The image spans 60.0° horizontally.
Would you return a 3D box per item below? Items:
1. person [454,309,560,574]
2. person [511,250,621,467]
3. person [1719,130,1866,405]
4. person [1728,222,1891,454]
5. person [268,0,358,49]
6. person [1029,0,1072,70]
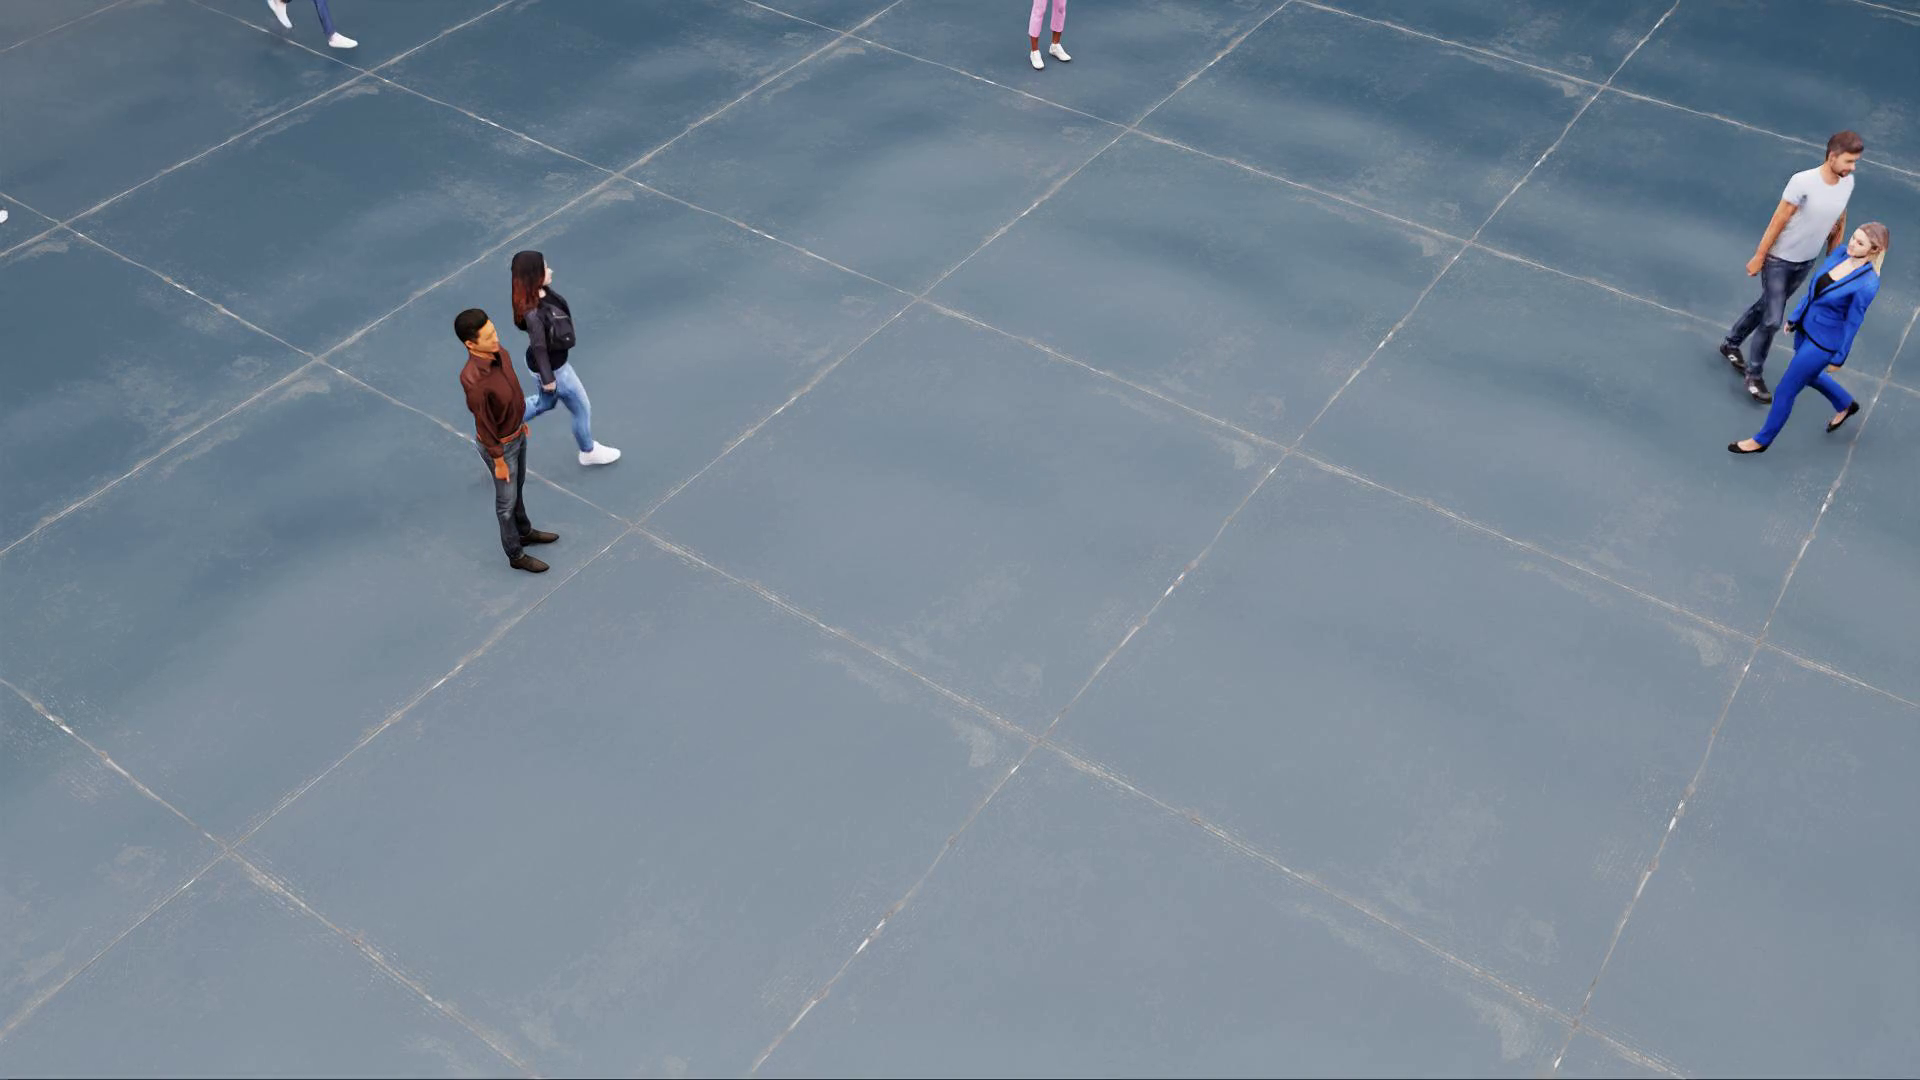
[{"bbox_3d":[-2.630,-0.574,9.527,0.713,1.782,0.718,3,43,3],"label":"person"},{"bbox_3d":[-2.587,-1.049,10.164,1.081,1.606,1.068,-11,44,-12],"label":"person"},{"bbox_3d":[5.372,-1.889,10.890,0.951,1.843,1.040,-11,44,-12],"label":"person"},{"bbox_3d":[5.408,-1.244,10.323,1.152,1.675,1.017,-2,43,-2],"label":"person"},{"bbox_3d":[-5.794,-5.130,14.420,1.140,1.762,0.838,10,44,10],"label":"person"},{"bbox_3d":[0.798,-4.914,14.204,0.657,1.741,0.649,-21,47,-21],"label":"person"}]
